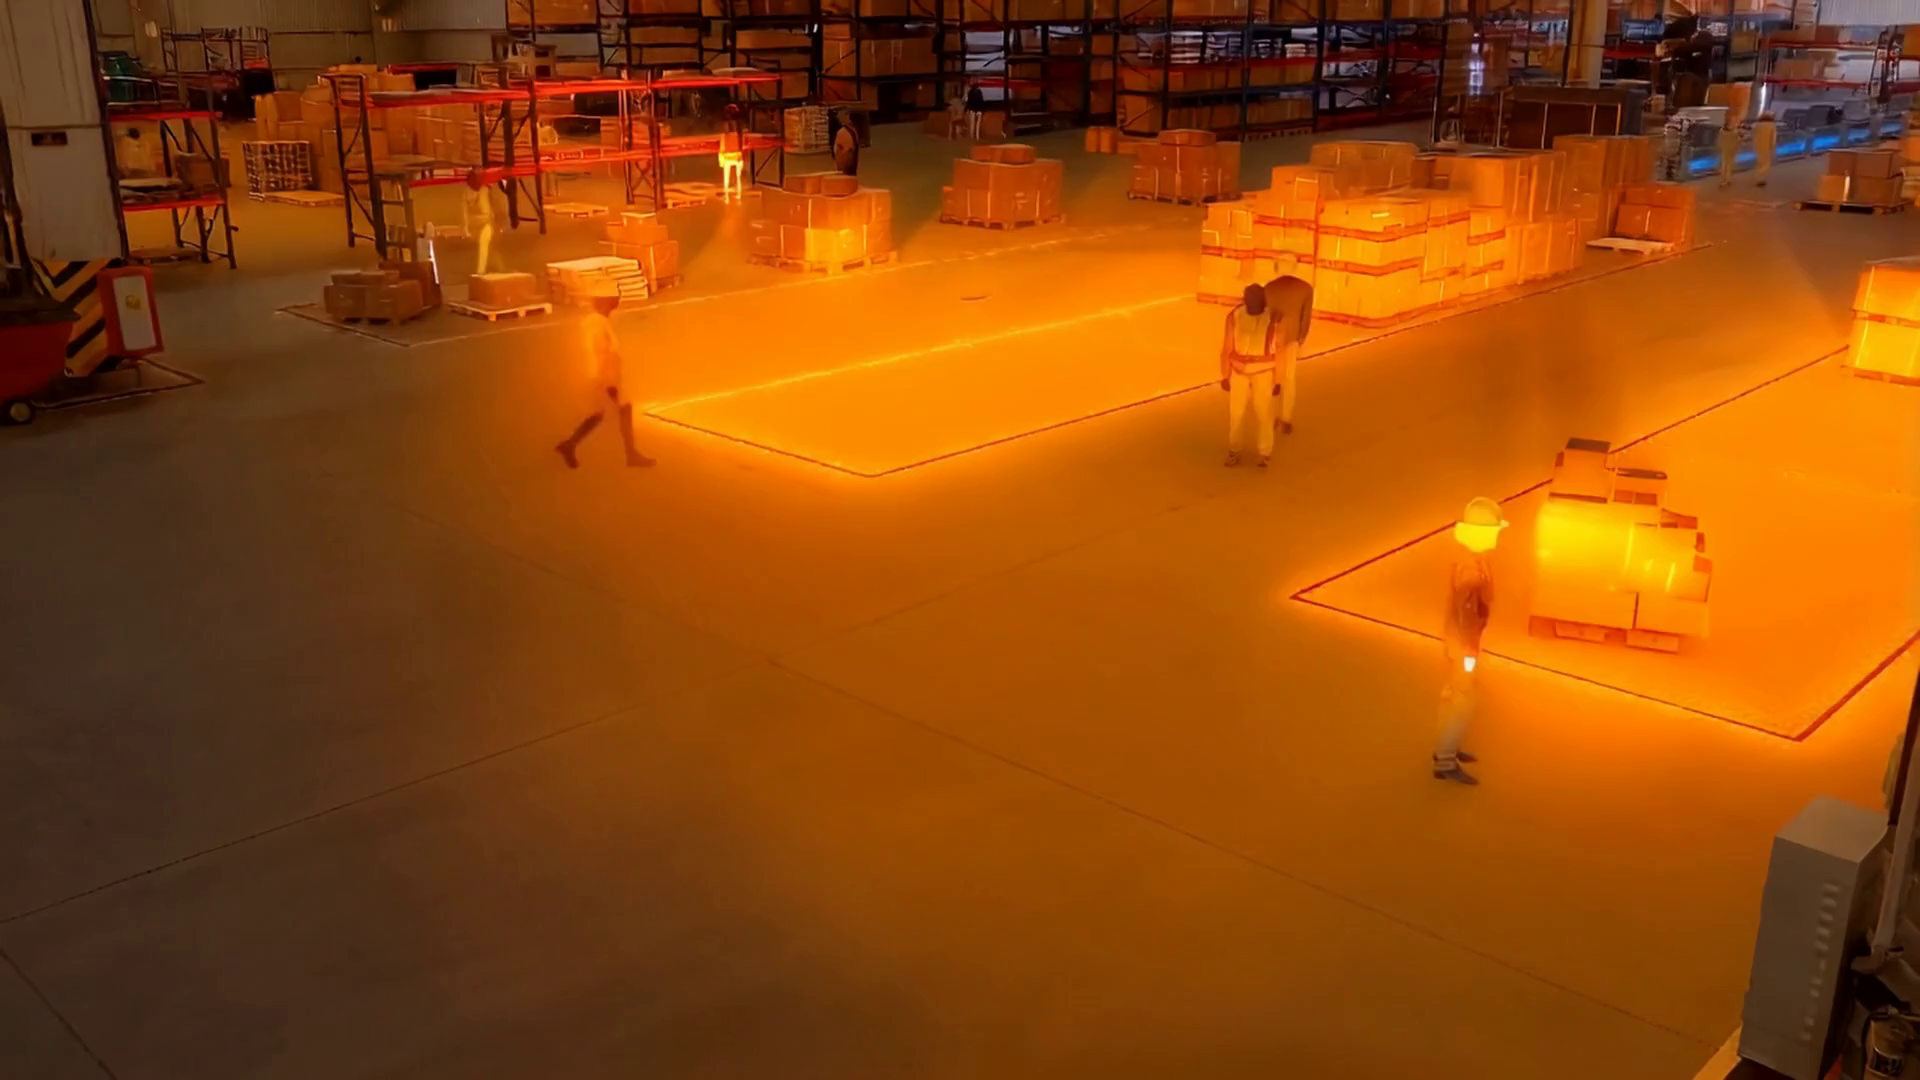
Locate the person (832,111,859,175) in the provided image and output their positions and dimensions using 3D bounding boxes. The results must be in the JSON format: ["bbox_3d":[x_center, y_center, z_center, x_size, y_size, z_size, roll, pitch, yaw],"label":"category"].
[{"bbox_3d":[-2.502,-8.197,35.789,0.536,2.000,0.676,10,21,26],"label":"person"}]

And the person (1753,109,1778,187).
[{"bbox_3d":[18.980,-9.235,39.254,0.408,1.819,0.622,-11,21,-30],"label":"person"}]

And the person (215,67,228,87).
[{"bbox_3d":[-25.860,-15.578,58.227,0.587,1.911,0.557,10,21,28],"label":"person"}]

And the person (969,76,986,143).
[{"bbox_3d":[0.530,-13.129,50.720,0.376,1.995,0.612,-16,24,-39],"label":"person"}]

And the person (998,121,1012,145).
[{"bbox_3d":[0.933,-8.099,35.860,0.999,1.831,0.531,3,19,8],"label":"person"}]

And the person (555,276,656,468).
[{"bbox_3d":[-3.508,-1.613,16.175,0.900,1.907,0.547,2,18,5],"label":"person"}]

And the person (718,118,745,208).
[{"bbox_3d":[-4.892,-8.067,35.642,0.585,1.882,0.340,-5,19,-16],"label":"person"}]

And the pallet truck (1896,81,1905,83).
[{"bbox_3d":[34.802,-16.331,61.455,0.653,1.274,1.630,17,25,41],"label":"pallet truck"}]

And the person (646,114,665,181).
[{"bbox_3d":[-7.508,-9.629,40.736,0.384,1.622,0.530,-9,21,-26],"label":"person"}]

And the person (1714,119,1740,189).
[{"bbox_3d":[17.969,-9.049,39.018,0.519,1.613,0.421,15,23,38],"label":"person"}]

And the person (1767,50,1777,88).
[{"bbox_3d":[38.669,-22.434,79.168,0.532,1.739,0.795,14,23,37],"label":"person"}]

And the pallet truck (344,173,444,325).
[{"bbox_3d":[-8.209,-4.181,23.757,0.823,1.965,1.885,3,19,9],"label":"pallet truck"}]

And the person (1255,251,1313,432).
[{"bbox_3d":[3.391,-2.086,17.555,0.650,1.930,0.560,-7,20,-19],"label":"person"}]

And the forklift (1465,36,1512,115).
[{"bbox_3d":[19.973,-17.201,61.605,1.873,2.768,1.129,16,24,40],"label":"forklift"}]

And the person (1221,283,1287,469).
[{"bbox_3d":[2.845,-1.596,16.244,0.629,1.831,0.436,10,21,27],"label":"person"}]

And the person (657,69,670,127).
[{"bbox_3d":[-10.095,-15.026,56.573,0.589,1.912,0.391,14,23,36],"label":"person"}]

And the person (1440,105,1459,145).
[{"bbox_3d":[11.443,-9.156,38.835,0.353,1.942,0.545,-10,21,-27],"label":"person"}]

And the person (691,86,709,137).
[{"bbox_3d":[-8.279,-13.619,52.789,0.685,1.614,0.538,-1,18,-4],"label":"person"}]

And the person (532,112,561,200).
[{"bbox_3d":[-9.209,-8.540,37.006,0.627,1.930,0.379,7,20,21],"label":"person"}]

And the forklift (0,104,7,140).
[{"bbox_3d":[-30.137,-13.577,50.687,1.129,2.768,1.873,17,25,41],"label":"forklift"}]

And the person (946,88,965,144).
[{"bbox_3d":[-0.088,-12.894,50.519,0.547,1.665,0.647,10,21,27],"label":"person"}]

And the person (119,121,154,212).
[{"bbox_3d":[-17.400,-7.903,35.129,0.592,1.903,0.779,-17,25,-41],"label":"person"}]

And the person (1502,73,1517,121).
[{"bbox_3d":[19.556,-15.625,58.730,0.612,1.681,0.540,7,20,21],"label":"person"}]

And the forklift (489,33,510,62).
[{"bbox_3d":[-18.263,-18.719,66.179,1.129,2.768,1.873,17,25,42],"label":"forklift"}]

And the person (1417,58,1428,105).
[{"bbox_3d":[18.080,-17.798,64.913,0.546,1.919,0.514,16,24,41],"label":"person"}]

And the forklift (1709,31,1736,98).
[{"bbox_3d":[31.316,-19.570,68.743,1.129,2.768,1.873,17,25,41],"label":"forklift"}]

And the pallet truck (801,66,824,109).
[{"bbox_3d":[-4.812,-15.182,56.903,0.823,1.965,1.885,-9,21,-26],"label":"pallet truck"}]

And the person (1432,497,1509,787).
[{"bbox_3d":[3.007,0.582,9.804,0.299,1.743,0.492,5,19,14],"label":"person"}]

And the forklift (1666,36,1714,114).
[{"bbox_3d":[27.341,-17.291,61.877,1.129,2.768,1.873,17,25,41],"label":"forklift"}]

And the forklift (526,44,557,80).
[{"bbox_3d":[-13.211,-14.325,52.942,1.873,2.768,1.129,17,25,41],"label":"forklift"}]

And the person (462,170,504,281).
[{"bbox_3d":[-7.629,-5.028,26.651,0.665,1.790,0.986,8,20,22],"label":"person"}]
